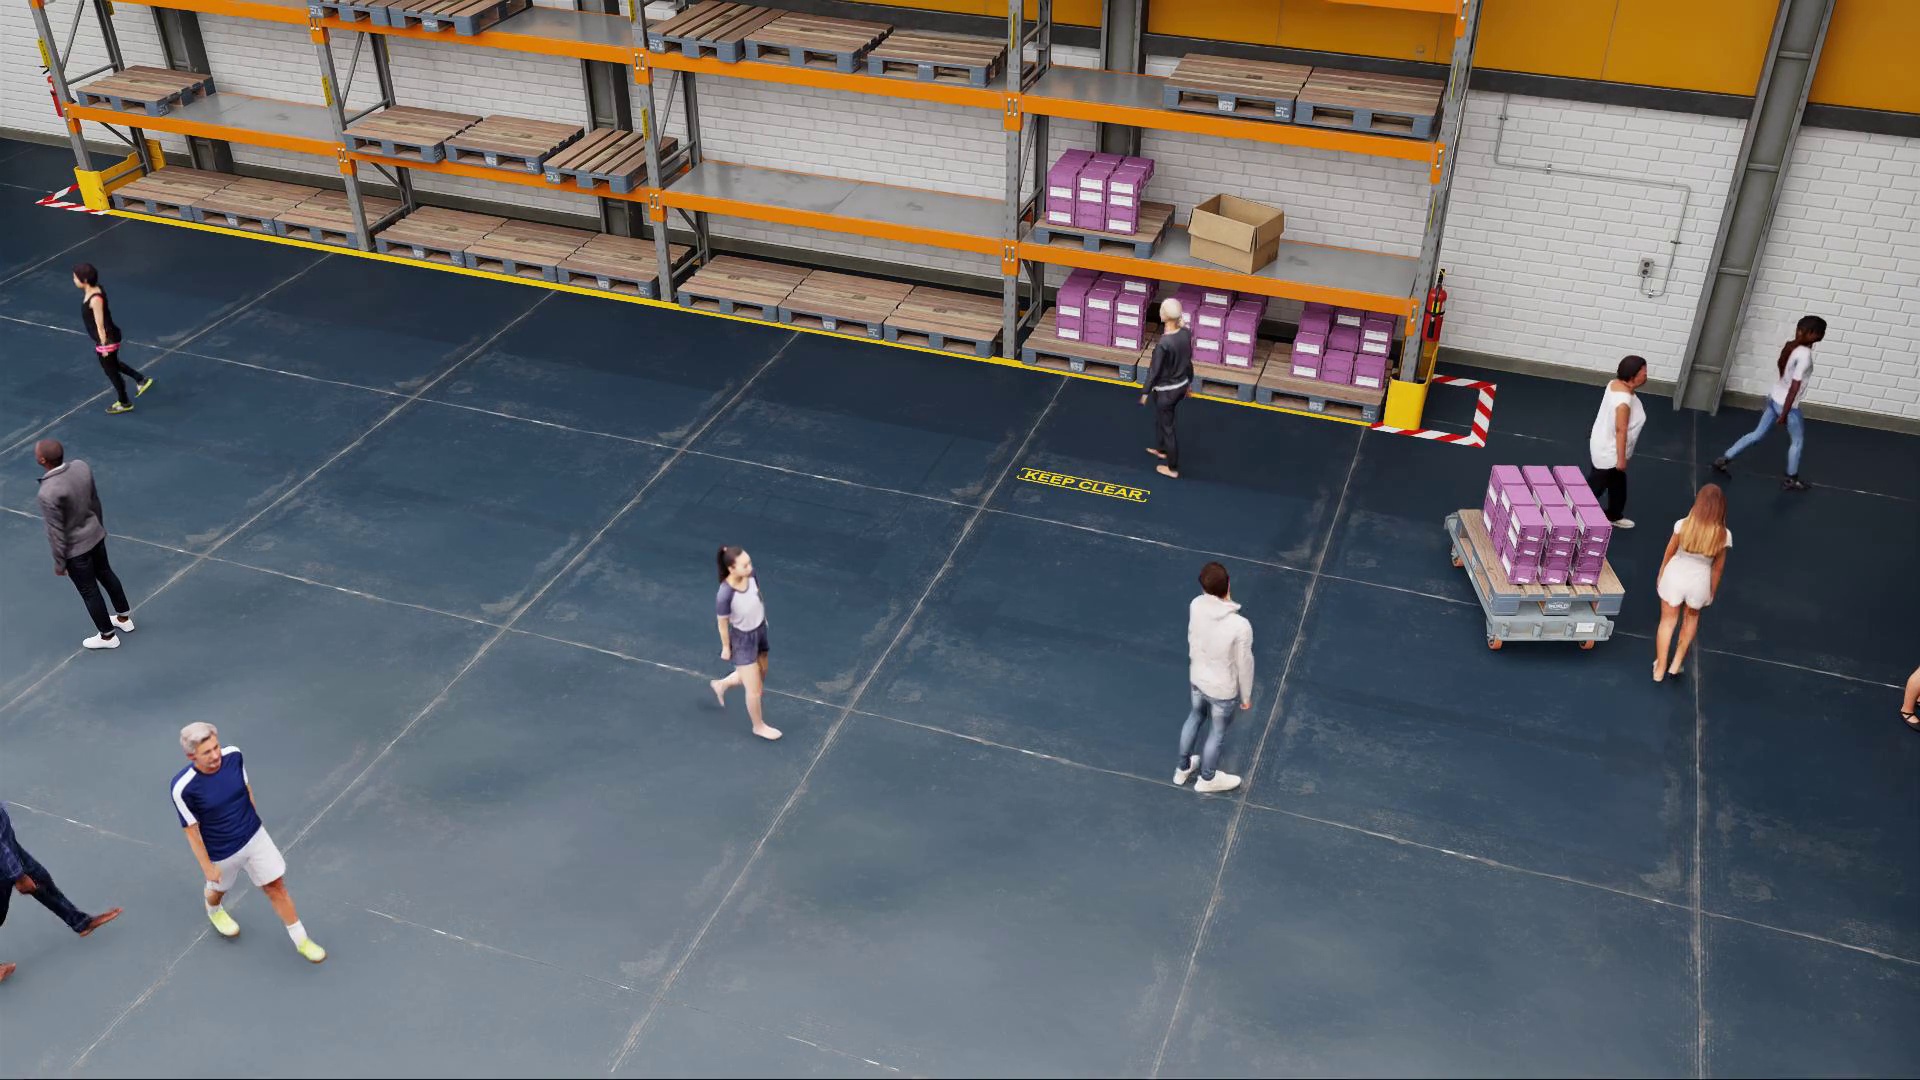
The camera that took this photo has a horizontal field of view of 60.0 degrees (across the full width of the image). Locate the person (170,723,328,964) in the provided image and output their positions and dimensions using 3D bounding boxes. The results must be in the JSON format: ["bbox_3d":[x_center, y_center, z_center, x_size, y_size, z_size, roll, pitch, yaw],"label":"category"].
[{"bbox_3d":[-4.501,1.804,10.107,1.260,1.789,0.850,20,39,27],"label":"person"}]

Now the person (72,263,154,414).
[{"bbox_3d":[-8.133,-1.955,15.986,0.807,1.543,0.750,-15,36,-21],"label":"person"}]

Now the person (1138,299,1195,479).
[{"bbox_3d":[1.949,-1.337,14.907,0.820,1.707,0.884,-28,43,-35],"label":"person"}]

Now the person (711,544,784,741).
[{"bbox_3d":[-1.599,0.702,11.907,0.885,1.632,0.652,16,37,22],"label":"person"}]

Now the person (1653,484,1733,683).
[{"bbox_3d":[5.383,0.378,12.349,0.516,1.682,0.624,13,36,19],"label":"person"}]

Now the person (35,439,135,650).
[{"bbox_3d":[-6.737,0.019,12.767,0.637,1.818,0.743,7,34,10],"label":"person"}]

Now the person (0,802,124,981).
[{"bbox_3d":[-5.846,1.947,9.910,1.177,1.769,1.217,-21,39,-28],"label":"person"}]

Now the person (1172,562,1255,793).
[{"bbox_3d":[1.734,0.960,11.336,0.882,1.835,0.767,-15,36,-21],"label":"person"}]

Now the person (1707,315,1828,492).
[{"bbox_3d":[7.196,-1.194,14.717,1.175,1.680,0.754,5,34,7],"label":"person"}]
